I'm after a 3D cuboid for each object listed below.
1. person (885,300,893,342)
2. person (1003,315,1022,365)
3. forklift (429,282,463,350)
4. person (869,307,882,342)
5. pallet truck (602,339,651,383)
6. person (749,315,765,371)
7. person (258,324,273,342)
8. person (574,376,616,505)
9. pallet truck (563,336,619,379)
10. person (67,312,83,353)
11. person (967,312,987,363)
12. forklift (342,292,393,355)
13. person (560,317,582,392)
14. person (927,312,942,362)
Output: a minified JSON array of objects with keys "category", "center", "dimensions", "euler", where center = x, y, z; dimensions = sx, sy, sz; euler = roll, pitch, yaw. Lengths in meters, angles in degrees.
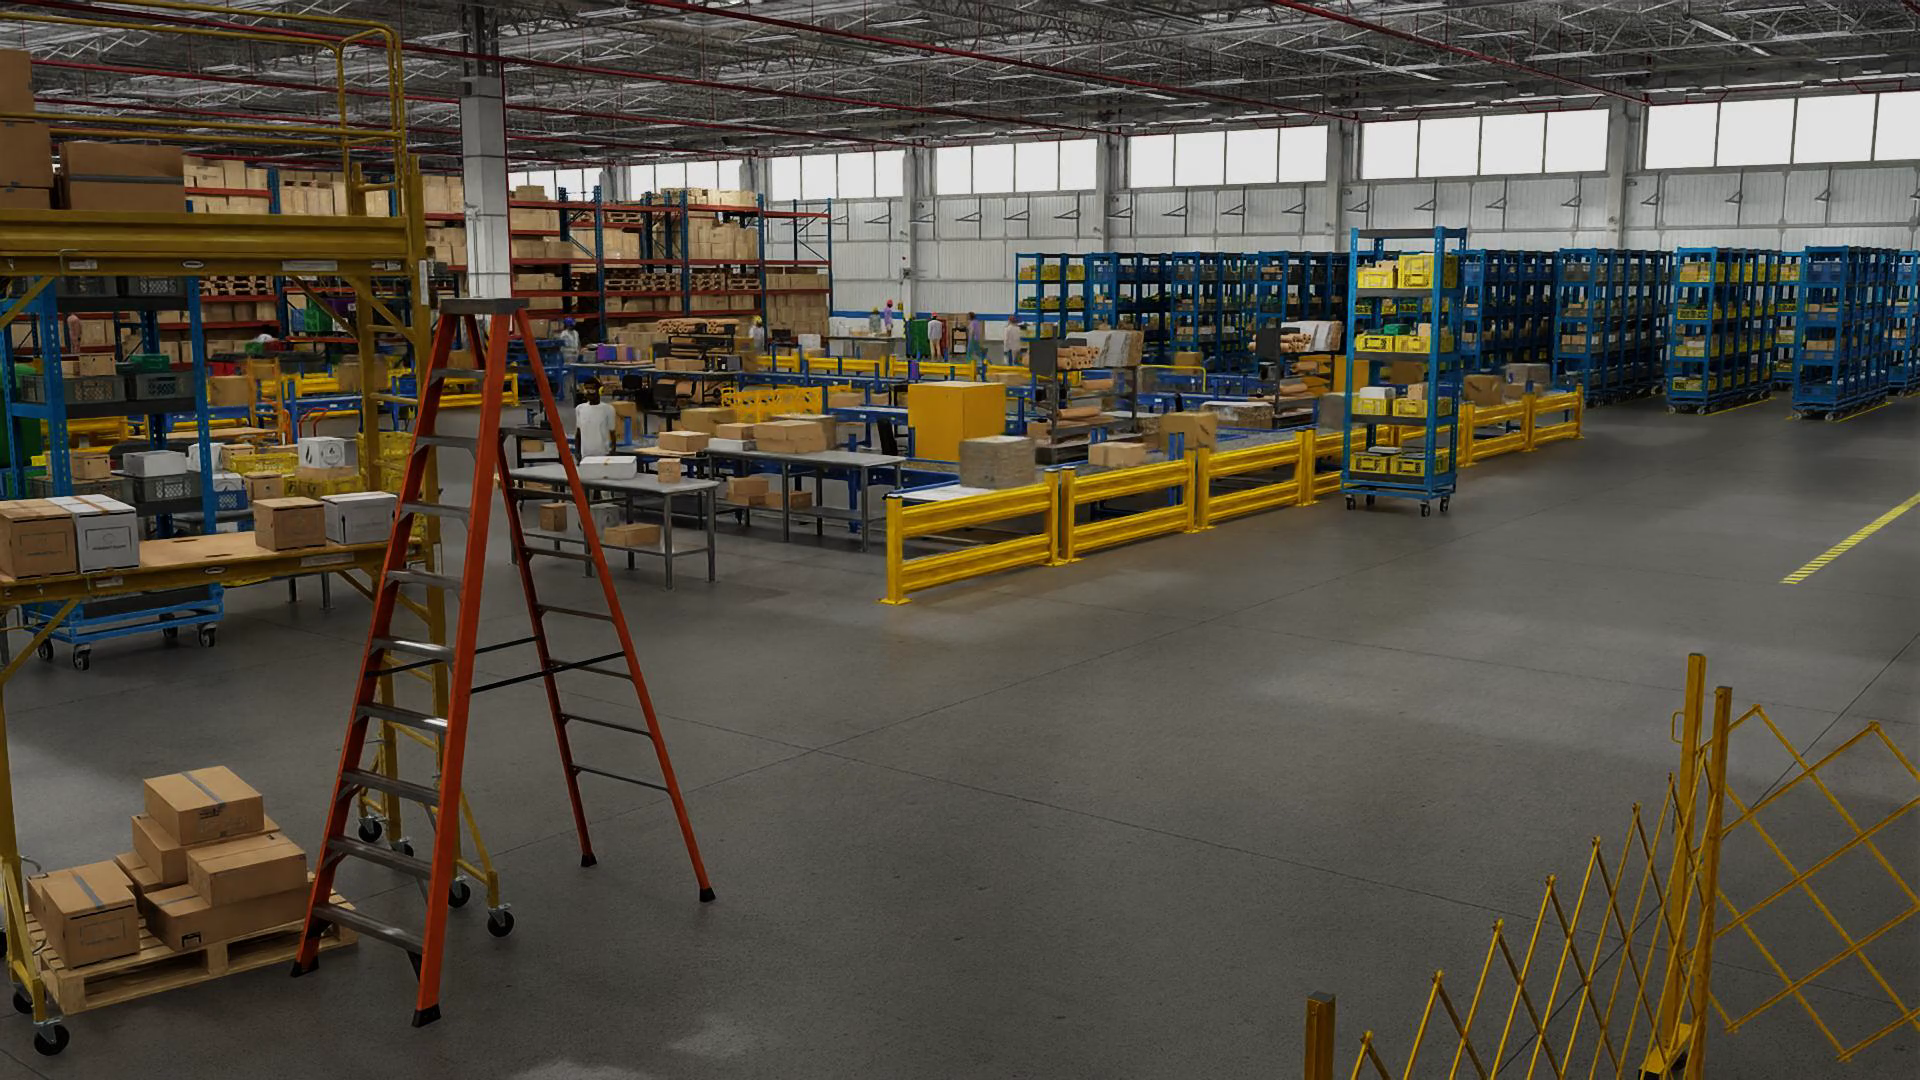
[{"category":"person","center":[-2.997,-9.235,70.616],"dimensions":[0.376,1.935,0.551],"euler":[-4,10,-24]},{"category":"person","center":[1.468,-5.279,46.079],"dimensions":[0.602,1.889,0.654],"euler":[8,12,41]},{"category":"forklift","center":[-15.832,-6.313,49.432],"dimensions":[1.129,2.768,1.873],"euler":[7,11,37]},{"category":"person","center":[-3.349,-8.394,66.012],"dimensions":[0.487,1.731,0.392],"euler":[-4,10,-25]},{"category":"pallet truck","center":[-8.991,-4.871,45.351],"dimensions":[0.653,1.274,1.630],"euler":[7,11,37]},{"category":"person","center":[-6.099,-5.799,49.601],"dimensions":[0.826,1.804,0.600],"euler":[7,11,37]},{"category":"person","center":[-18.839,-5.071,45.451],"dimensions":[0.540,1.664,0.779],"euler":[8,12,41]},{"category":"person","center":[-4.177,-0.937,19.022],"dimensions":[0.513,1.872,0.328],"euler":[1,9,9]},{"category":"pallet truck","center":[-10.690,-5.294,48.215],"dimensions":[1.601,1.201,0.680],"euler":[-5,10,-26]},{"category":"person","center":[-29.601,-6.832,55.695],"dimensions":[0.643,1.912,0.410],"euler":[8,12,41]},{"category":"person","center":[0.484,-6.438,53.529],"dimensions":[0.778,1.820,0.579],"euler":[3,10,21]},{"category":"forklift","center":[-16.485,-5.622,45.120],"dimensions":[1.129,2.768,1.873],"euler":[7,11,37]},{"category":"person","center":[-9.996,-4.728,42.492],"dimensions":[0.660,1.930,0.609],"euler":[5,10,27]},{"category":"person","center":[-0.873,-6.842,56.242],"dimensions":[0.573,1.749,0.343],"euler":[-6,11,-35]}]
